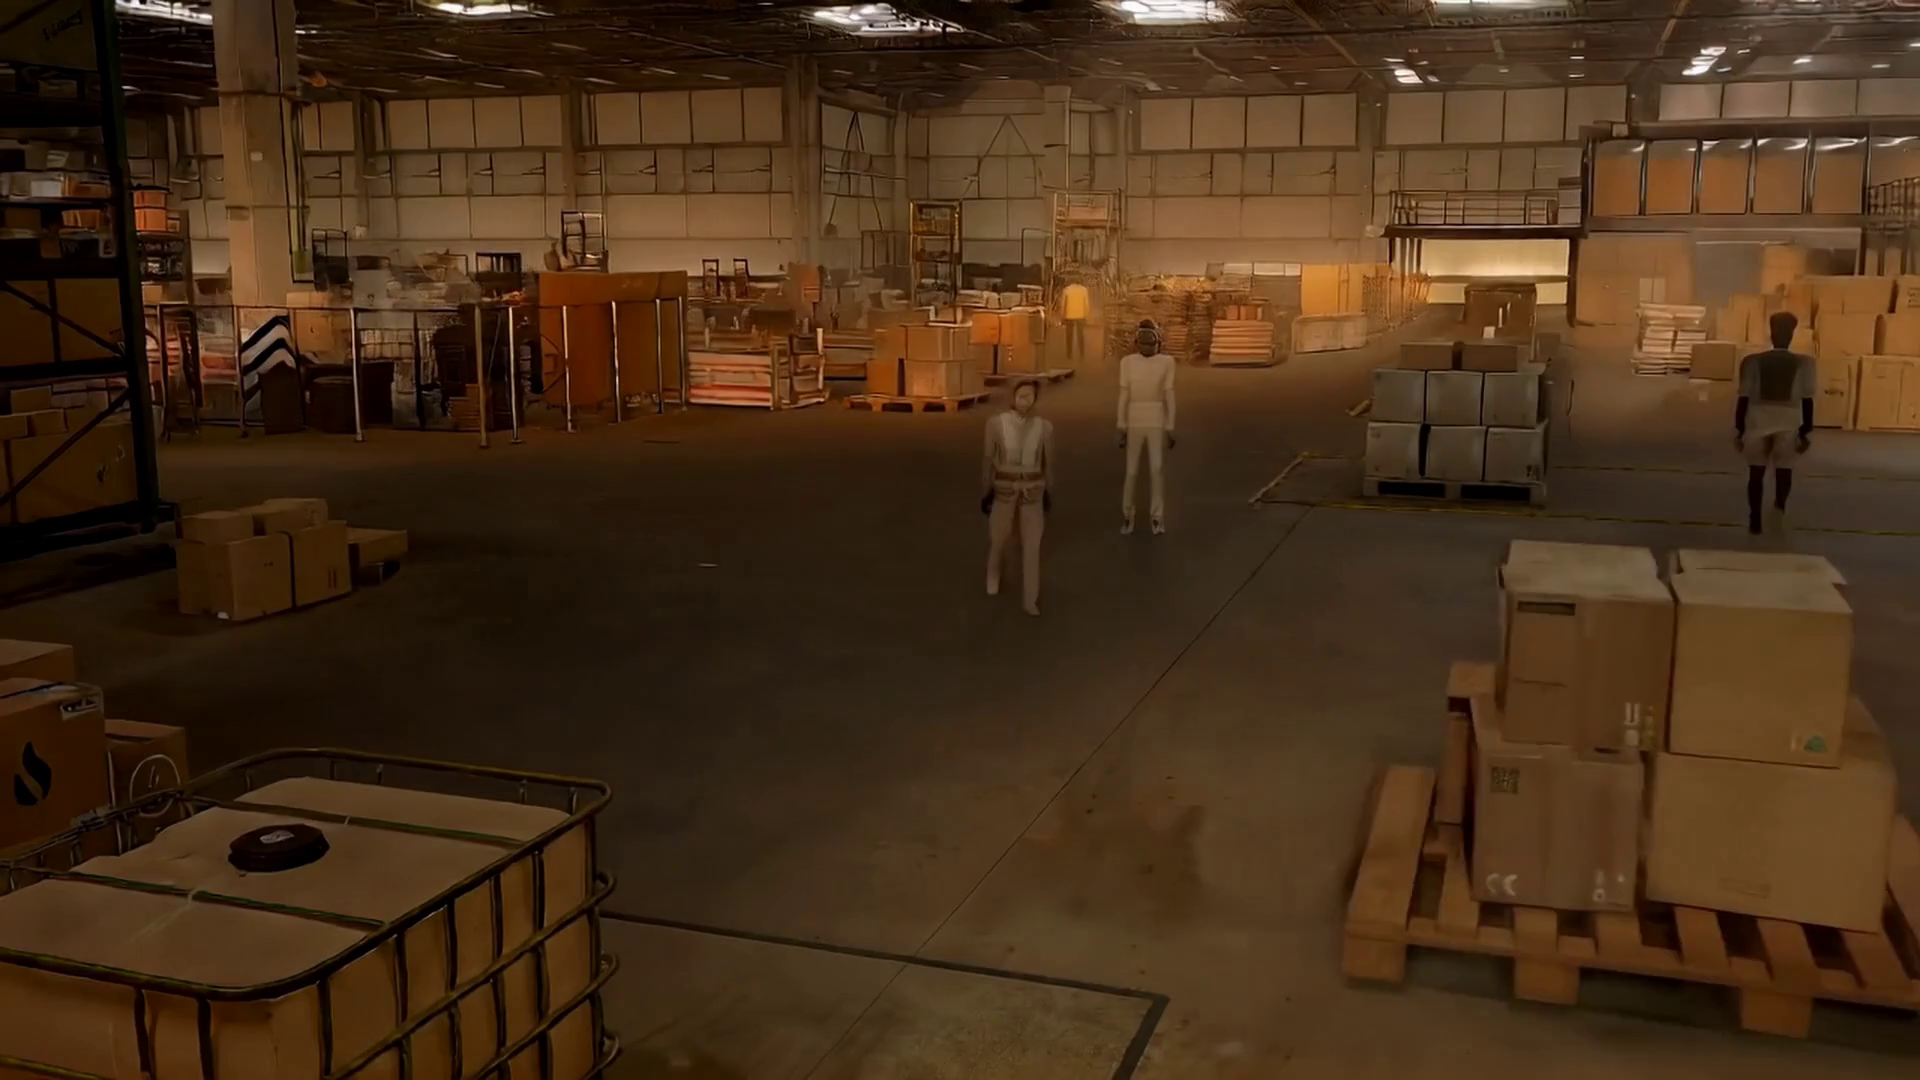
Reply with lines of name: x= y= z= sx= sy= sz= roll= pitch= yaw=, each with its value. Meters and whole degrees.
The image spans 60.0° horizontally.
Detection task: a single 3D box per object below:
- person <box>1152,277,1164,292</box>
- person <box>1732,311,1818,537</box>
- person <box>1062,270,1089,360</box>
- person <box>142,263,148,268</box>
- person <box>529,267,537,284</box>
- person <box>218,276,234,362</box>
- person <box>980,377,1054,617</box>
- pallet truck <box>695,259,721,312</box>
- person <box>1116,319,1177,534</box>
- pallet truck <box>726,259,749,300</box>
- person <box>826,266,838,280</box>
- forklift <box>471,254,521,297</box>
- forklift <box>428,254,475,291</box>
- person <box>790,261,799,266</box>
person: x=4.709 y=-5.411 z=39.748 sx=0.294 sy=1.744 sz=0.487 roll=3 pitch=10 yaw=16
person: x=6.898 y=-0.960 z=14.114 sx=0.619 sy=1.952 sz=0.514 roll=5 pitch=11 yaw=26
person: x=2.505 y=-4.841 z=35.931 sx=0.614 sy=1.970 sz=0.804 roll=-1 pitch=10 yaw=-4
person: x=-31.576 y=-9.880 z=64.692 sx=0.727 sy=1.815 sz=0.594 roll=7 pitch=12 yaw=36
person: x=-15.134 y=-8.793 z=58.876 sx=0.922 sy=1.720 sz=0.537 roll=-3 pitch=10 yaw=-15
person: x=-14.828 y=-4.449 z=33.949 sx=0.781 sy=1.882 sz=0.647 roll=5 pitch=11 yaw=25
person: x=0.379 y=-0.315 z=11.398 sx=0.523 sy=1.615 sz=0.631 roll=-2 pitch=10 yaw=-10
pallet truck: x=-9.165 y=-9.627 z=62.776 sx=0.823 sy=1.965 sz=1.885 roll=4 pitch=11 yaw=23
person: x=1.618 y=-0.975 z=14.412 sx=0.533 sy=1.868 sz=0.310 roll=1 pitch=10 yaw=4
pallet truck: x=-7.986 y=-9.493 z=62.019 sx=0.823 sy=1.965 sz=1.885 roll=3 pitch=11 yaw=17
person: x=-3.730 y=-7.059 z=48.604 sx=0.550 sy=1.900 sz=0.797 roll=-6 pitch=11 yaw=-29
forklift: x=-17.990 y=-10.121 z=64.684 sx=1.157 sy=1.987 sz=2.680 roll=3 pitch=11 yaw=17
forklift: x=-20.133 y=-10.254 z=65.465 sx=1.157 sy=1.987 sz=2.680 roll=3 pitch=11 yaw=19
person: x=-4.983 y=-7.616 z=51.413 sx=0.672 sy=2.024 sz=0.611 roll=5 pitch=11 yaw=25
